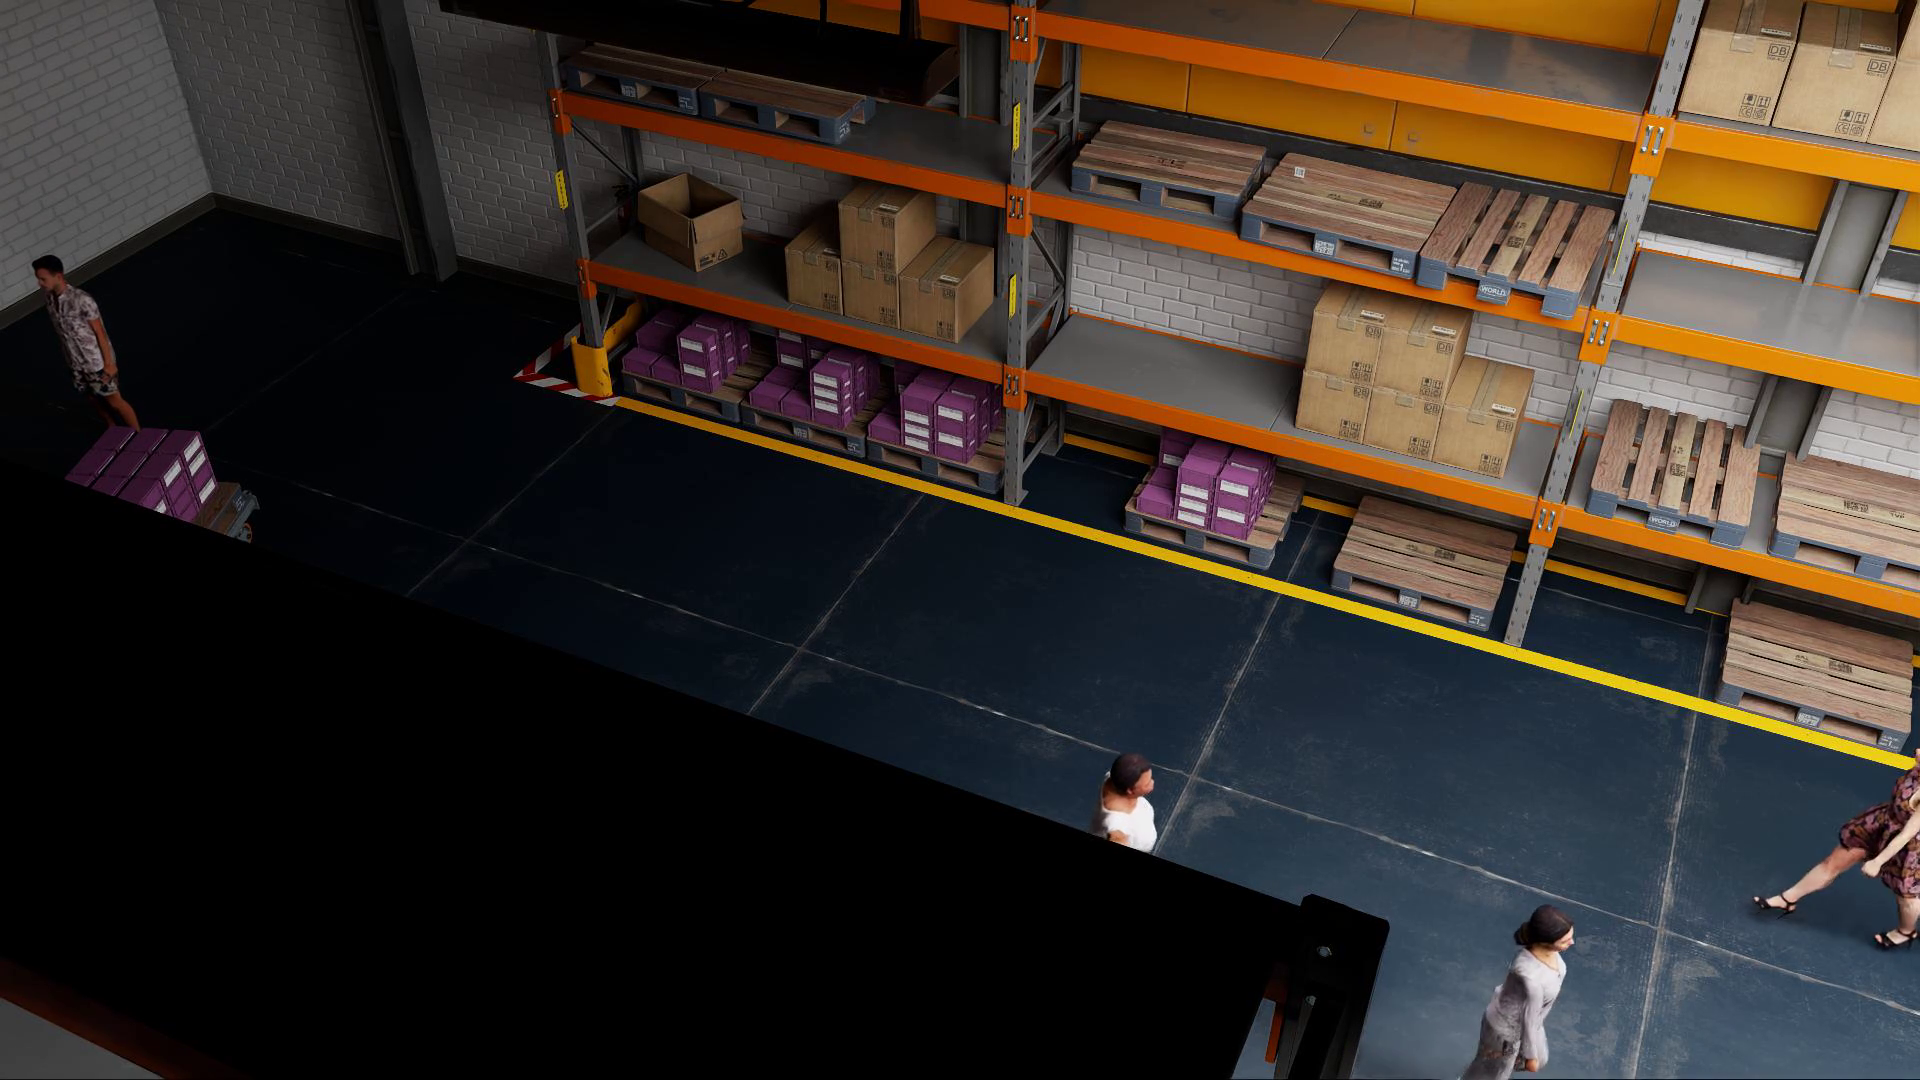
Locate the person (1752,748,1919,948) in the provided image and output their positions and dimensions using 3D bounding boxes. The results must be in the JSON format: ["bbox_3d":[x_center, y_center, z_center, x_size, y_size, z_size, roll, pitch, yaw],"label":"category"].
[{"bbox_3d":[5.440,1.783,9.514,1.194,1.719,0.735,11,40,13],"label":"person"}]

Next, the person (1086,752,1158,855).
[{"bbox_3d":[0.838,1.833,9.504,1.168,1.654,0.965,-2,39,-2],"label":"person"}]

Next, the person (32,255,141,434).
[{"bbox_3d":[-7.105,-1.529,13.590,0.498,1.809,0.731,15,41,18],"label":"person"}]

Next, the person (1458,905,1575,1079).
[{"bbox_3d":[2.781,2.462,8.632,0.640,1.759,0.619,21,43,24],"label":"person"}]
